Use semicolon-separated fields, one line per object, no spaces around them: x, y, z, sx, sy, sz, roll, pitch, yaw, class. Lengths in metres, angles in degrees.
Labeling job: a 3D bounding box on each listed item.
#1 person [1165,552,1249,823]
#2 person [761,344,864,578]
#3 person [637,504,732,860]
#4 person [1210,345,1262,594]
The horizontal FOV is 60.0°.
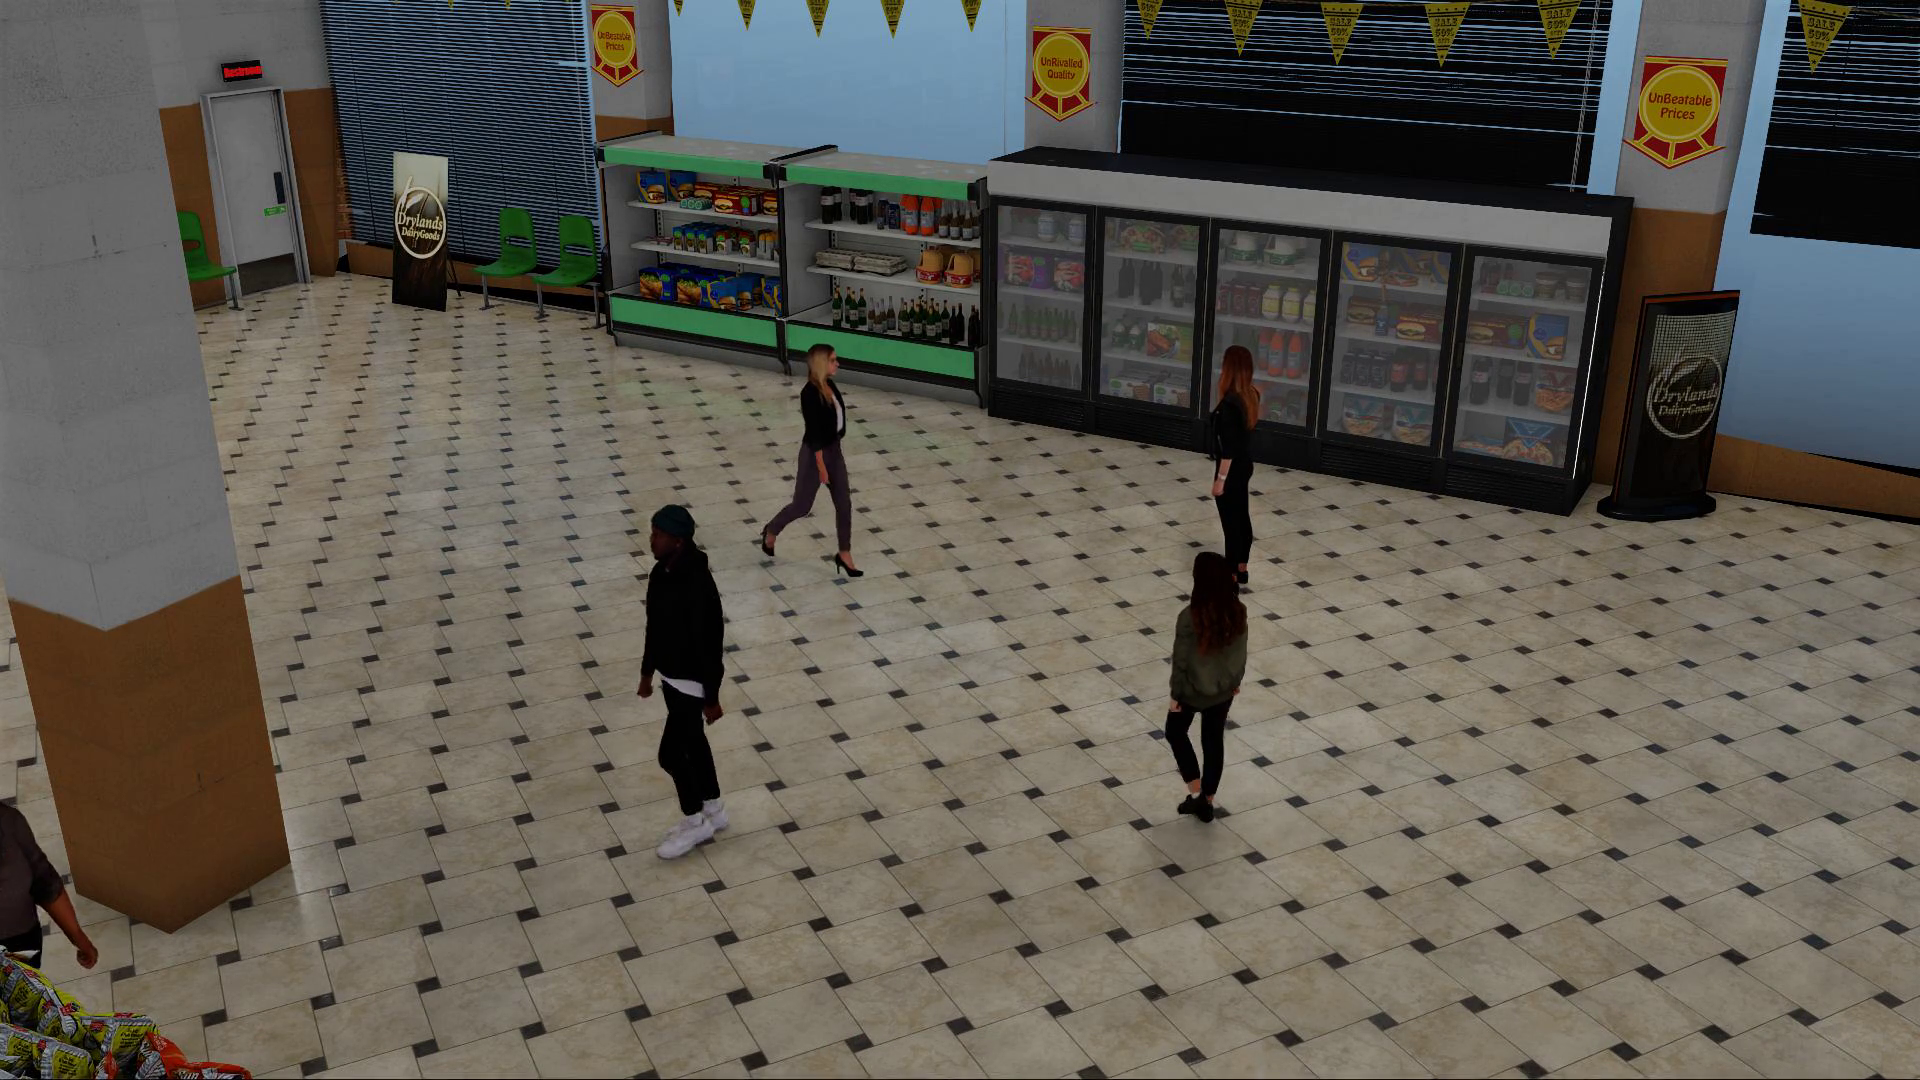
1.271;0.783;8.391;0.721;1.470;0.775;-7;23;-16;person
-1.049;-0.521;11.414;1.046;1.635;0.650;11;24;25;person
-1.270;0.665;8.232;0.891;1.807;0.796;-14;26;-31;person
1.856;-0.472;11.190;0.518;1.712;0.593;13;25;29;person
